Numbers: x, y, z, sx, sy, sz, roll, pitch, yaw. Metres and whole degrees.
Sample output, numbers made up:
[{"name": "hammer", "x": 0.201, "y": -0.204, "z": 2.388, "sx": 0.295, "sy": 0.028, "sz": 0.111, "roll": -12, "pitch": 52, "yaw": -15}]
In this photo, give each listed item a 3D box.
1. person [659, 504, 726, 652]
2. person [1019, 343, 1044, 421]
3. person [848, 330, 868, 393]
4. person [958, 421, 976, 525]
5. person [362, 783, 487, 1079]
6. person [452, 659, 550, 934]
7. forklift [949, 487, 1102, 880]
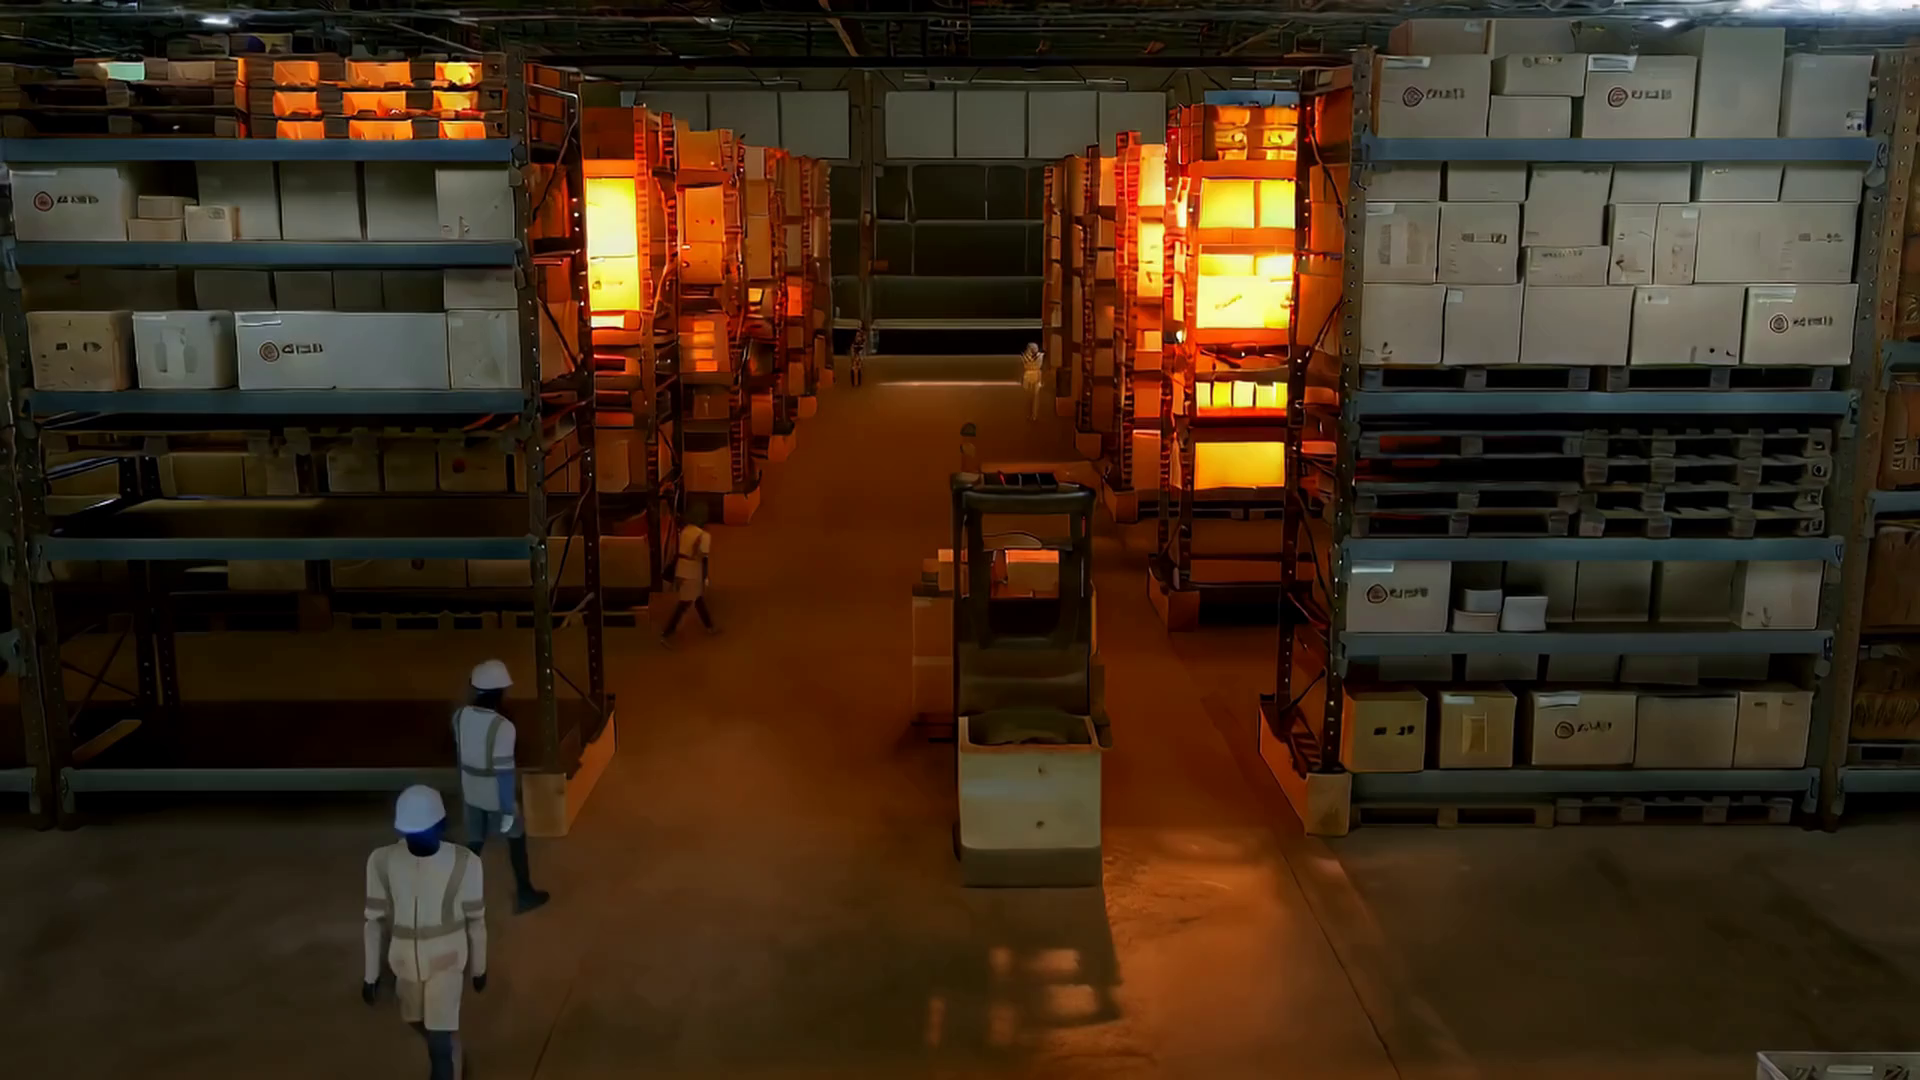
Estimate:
[{"name": "person", "x": -3.067, "y": 0.412, "z": 18.824, "sx": 0.542, "sy": 1.615, "sz": 1.021, "roll": 11, "pitch": 16, "yaw": 43}, {"name": "person", "x": 1.670, "y": -3.693, "z": 38.710, "sx": 0.590, "sy": 1.789, "sz": 0.992, "roll": 0, "pitch": 11, "yaw": 0}, {"name": "person", "x": -2.721, "y": -4.742, "z": 44.175, "sx": 0.553, "sy": 1.671, "sz": 0.683, "roll": 0, "pitch": 11, "yaw": 0}, {"name": "person", "x": 0.114, "y": -1.054, "z": 26.024, "sx": 0.283, "sy": 1.633, "sz": 0.501, "roll": -5, "pitch": 12, "yaw": -21}, {"name": "person", "x": -2.824, "y": 2.216, "z": 8.918, "sx": 0.612, "sy": 2.010, "sz": 0.979, "roll": 1, "pitch": 11, "yaw": 3}, {"name": "person", "x": -3.272, "y": 1.756, "z": 11.449, "sx": 0.543, "sy": 1.904, "sz": 0.917, "roll": 6, "pitch": 13, "yaw": 26}, {"name": "forklift", "x": 0.495, "y": 0.986, "z": 12.813, "sx": 1.129, "sy": 2.768, "sz": 1.873, "roll": 0, "pitch": 11, "yaw": -2}]
